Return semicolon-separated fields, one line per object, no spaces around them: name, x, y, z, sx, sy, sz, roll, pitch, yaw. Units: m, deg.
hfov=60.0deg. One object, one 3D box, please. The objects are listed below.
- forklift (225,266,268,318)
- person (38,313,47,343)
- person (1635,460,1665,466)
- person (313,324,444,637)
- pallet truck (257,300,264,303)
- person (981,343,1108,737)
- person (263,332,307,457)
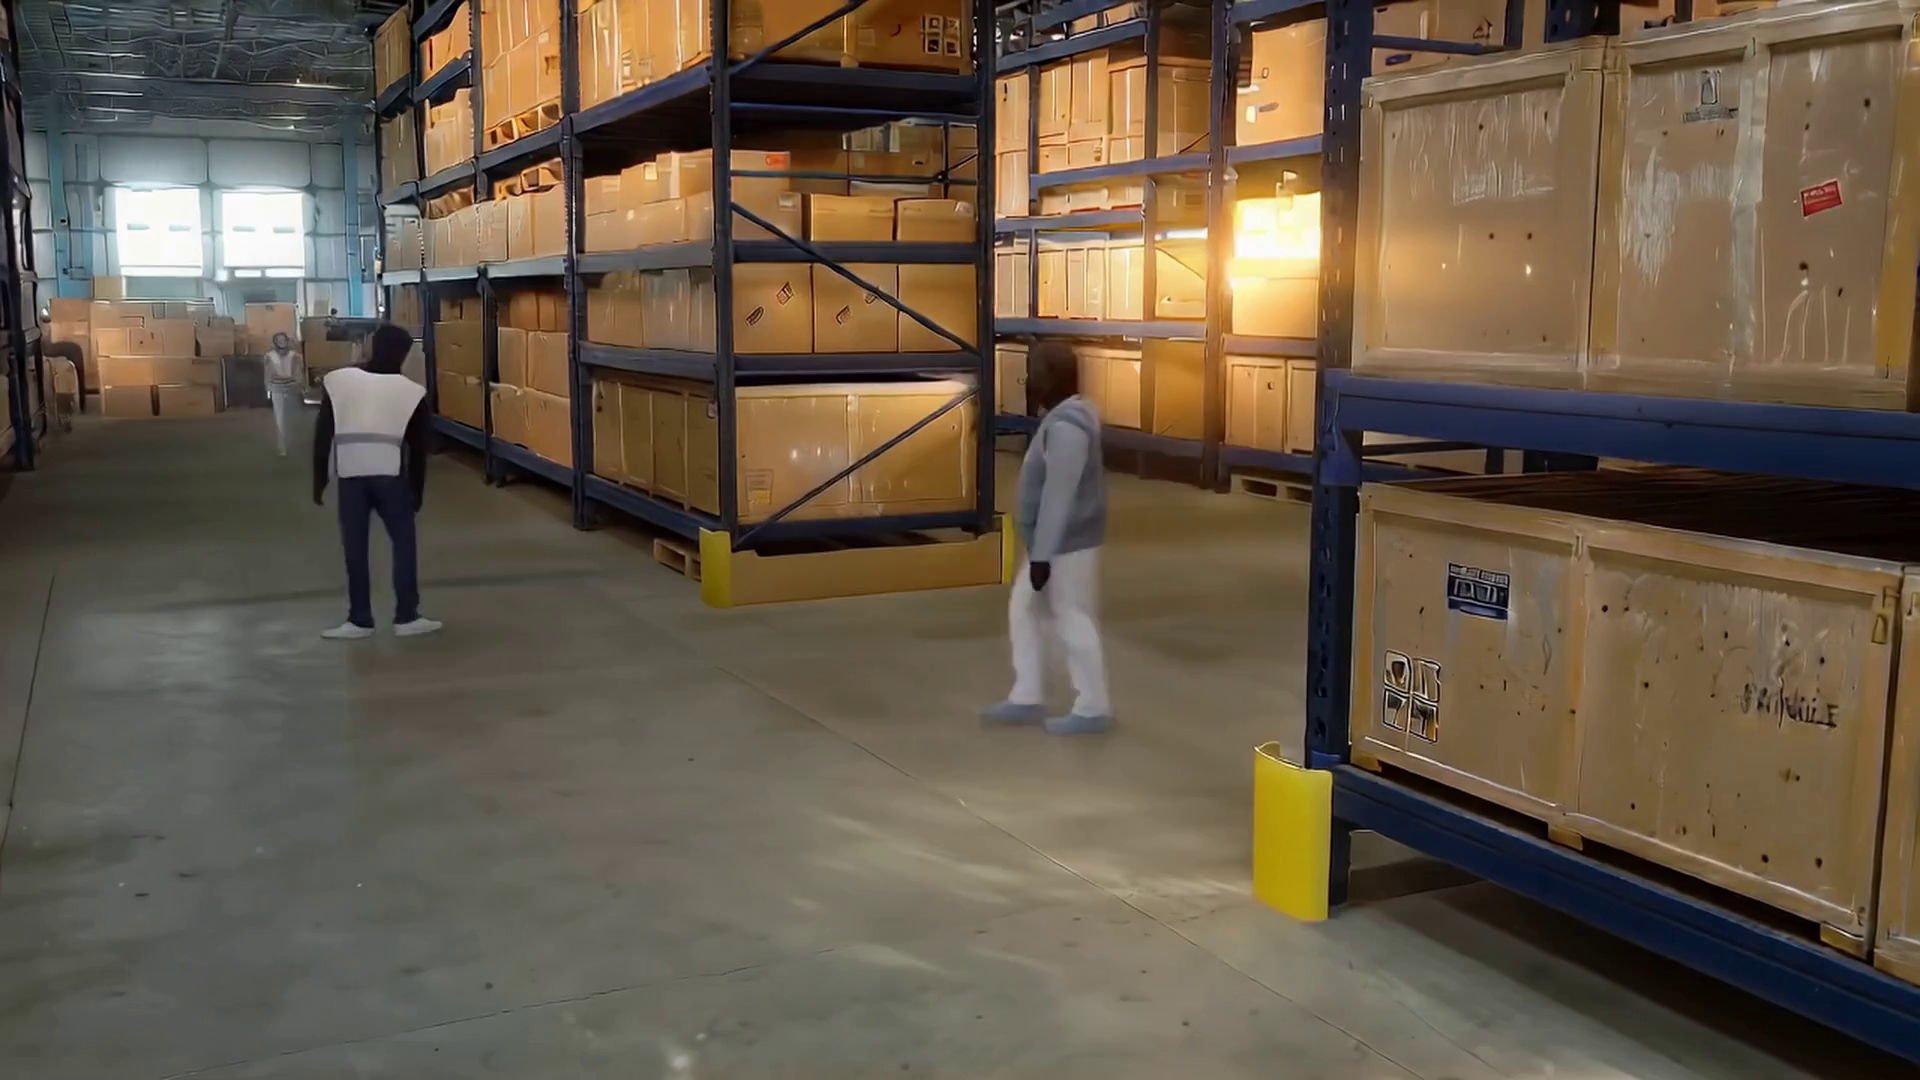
forklift;-17.707;-5.424;41.488;1.129;2.768;1.873;-1;8;-6
person;-27.981;-6.127;50.623;0.585;1.623;0.408;4;9;25
person;5.233;-0.588;12.409;0.273;1.636;0.507;-4;9;-24
person;-3.492;-0.335;9.889;0.687;1.875;0.375;-3;9;-23
pallet truck;-23.913;-7.404;58.171;1.885;1.965;0.823;-1;8;-9
person;0.359;0.014;7.630;0.736;1.815;0.661;0;8;2
person;-8.747;-1.905;21.606;0.515;1.605;0.827;-3;9;-17
